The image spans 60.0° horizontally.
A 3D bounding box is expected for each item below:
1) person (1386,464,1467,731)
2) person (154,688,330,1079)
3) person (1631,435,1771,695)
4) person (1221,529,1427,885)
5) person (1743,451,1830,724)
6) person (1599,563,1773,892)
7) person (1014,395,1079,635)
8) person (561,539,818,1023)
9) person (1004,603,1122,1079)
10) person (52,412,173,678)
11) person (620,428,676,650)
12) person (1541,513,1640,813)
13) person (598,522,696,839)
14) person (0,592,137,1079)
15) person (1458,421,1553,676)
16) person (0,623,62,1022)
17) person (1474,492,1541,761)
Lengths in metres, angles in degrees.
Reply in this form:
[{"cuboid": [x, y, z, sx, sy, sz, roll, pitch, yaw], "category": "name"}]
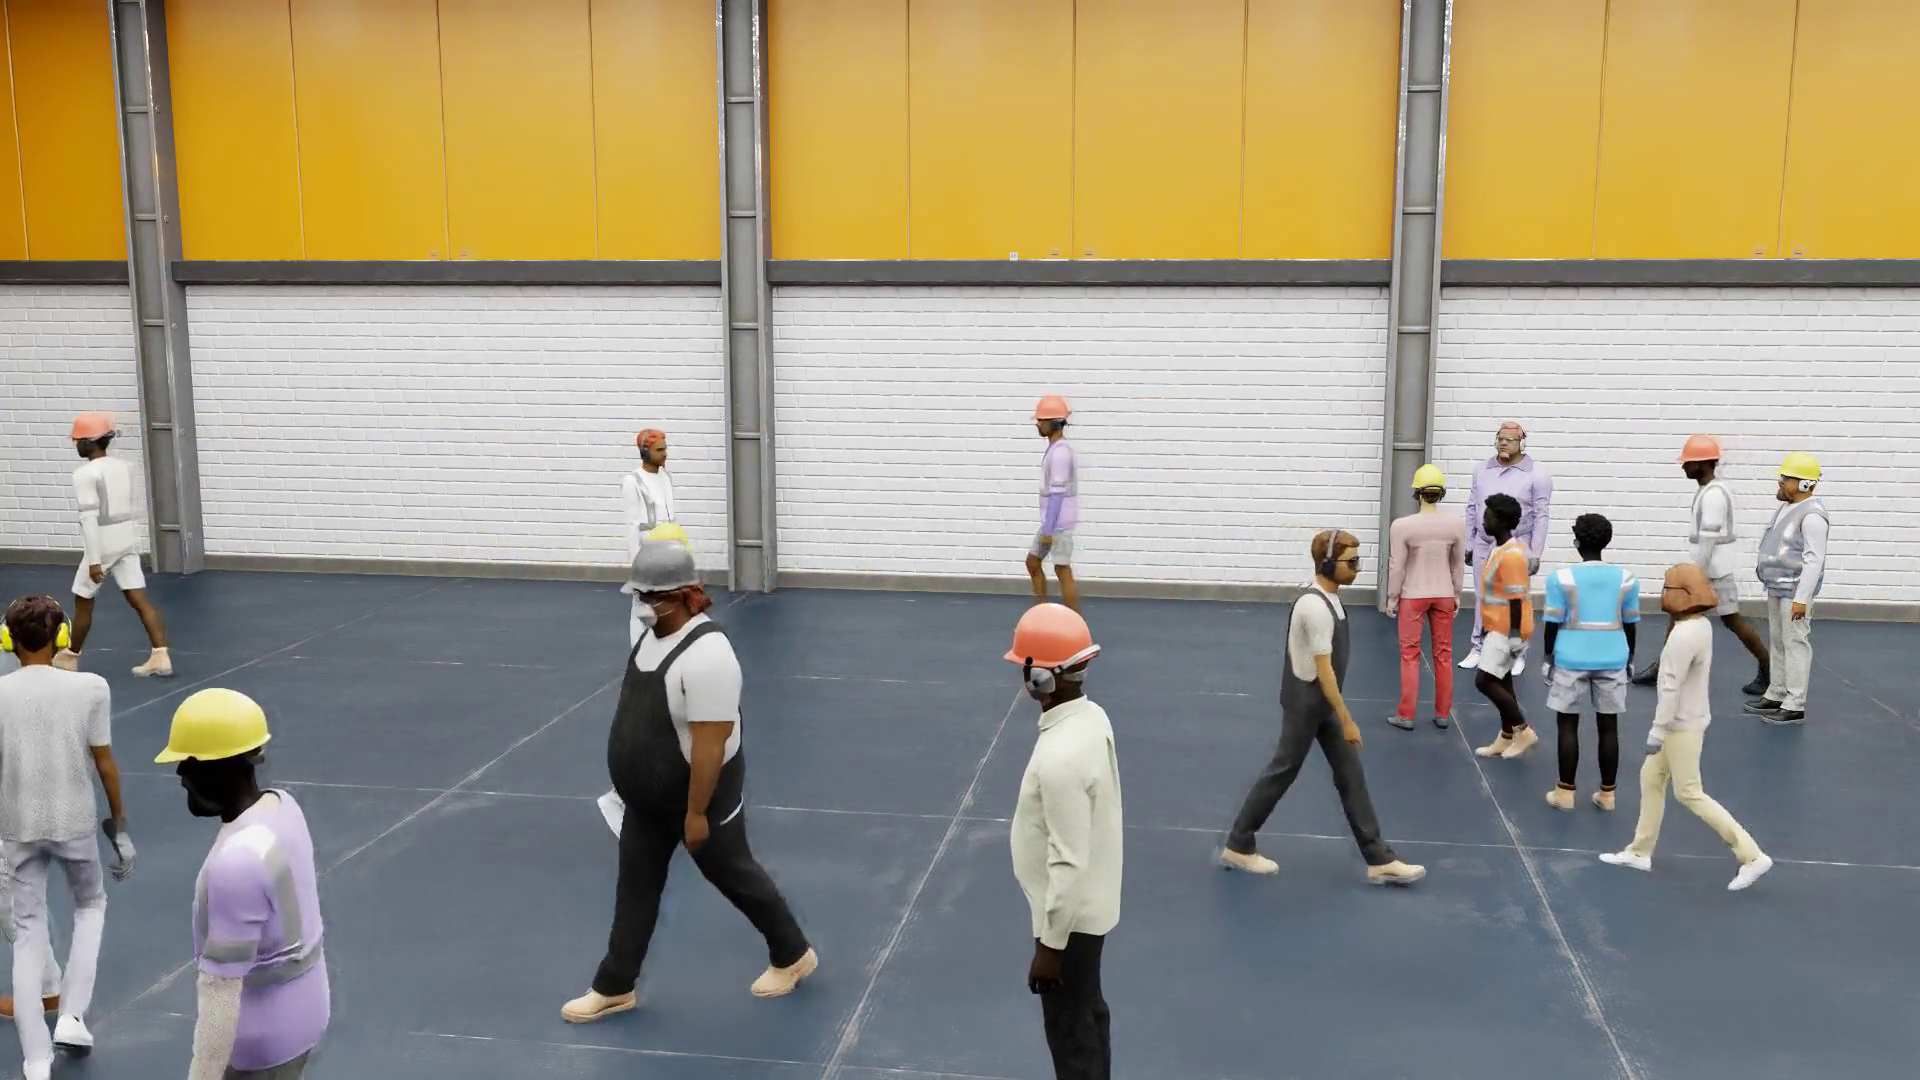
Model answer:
[{"cuboid": [3.067, 0.383, 10.981, 0.523, 1.769, 0.309, -1, 9, -8], "category": "person"}, {"cuboid": [-2.013, 1.349, 4.598, 0.578, 1.908, 0.587, -3, 10, -17], "category": "person"}, {"cuboid": [5.439, 0.179, 11.927, 1.044, 1.878, 0.546, 3, 10, 16], "category": "person"}, {"cuboid": [1.766, 0.828, 8.183, 1.003, 1.794, 0.505, 4, 10, 25], "category": "person"}, {"cuboid": [5.567, 0.316, 11.176, 0.404, 1.837, 0.590, 1, 9, 6], "category": "person"}, {"cuboid": [3.622, 0.916, 8.188, 0.768, 1.608, 0.501, 5, 11, 30], "category": "person"}, {"cuboid": [0.669, -0.155, 13.491, 0.686, 2.024, 0.636, 0, 9, -1], "category": "person"}, {"cuboid": [-1.073, 0.926, 6.782, 1.044, 2.000, 0.685, -6, 11, -34], "category": "person"}, {"cuboid": [0.325, 1.183, 5.348, 0.392, 1.991, 0.612, 2, 9, 12], "category": "person"}, {"cuboid": [-6.374, 0.048, 12.353, 1.075, 1.986, 0.630, 2, 9, 10], "category": "person"}, {"cuboid": [-2.264, 0.116, 12.257, 0.342, 1.882, 0.582, 4, 10, 23], "category": "person"}, {"cuboid": [3.534, 0.689, 9.356, 0.544, 1.684, 0.354, 0, 9, 2], "category": "person"}, {"cuboid": [-1.609, 0.766, 8.733, 0.525, 1.725, 0.495, -3, 10, -17], "category": "person"}, {"cuboid": [-3.436, 1.115, 6.278, 0.596, 1.829, 0.514, -3, 10, -21], "category": "person"}, {"cuboid": [4.087, 0.059, 12.531, 0.643, 1.913, 0.410, 8, 12, 42], "category": "person"}, {"cuboid": [-4.080, 1.010, 6.690, 0.973, 1.891, 0.653, 1, 9, 6], "category": "person"}, {"cuboid": [3.329, 0.547, 10.202, 0.357, 1.686, 0.534, 2, 9, 13], "category": "person"}]
